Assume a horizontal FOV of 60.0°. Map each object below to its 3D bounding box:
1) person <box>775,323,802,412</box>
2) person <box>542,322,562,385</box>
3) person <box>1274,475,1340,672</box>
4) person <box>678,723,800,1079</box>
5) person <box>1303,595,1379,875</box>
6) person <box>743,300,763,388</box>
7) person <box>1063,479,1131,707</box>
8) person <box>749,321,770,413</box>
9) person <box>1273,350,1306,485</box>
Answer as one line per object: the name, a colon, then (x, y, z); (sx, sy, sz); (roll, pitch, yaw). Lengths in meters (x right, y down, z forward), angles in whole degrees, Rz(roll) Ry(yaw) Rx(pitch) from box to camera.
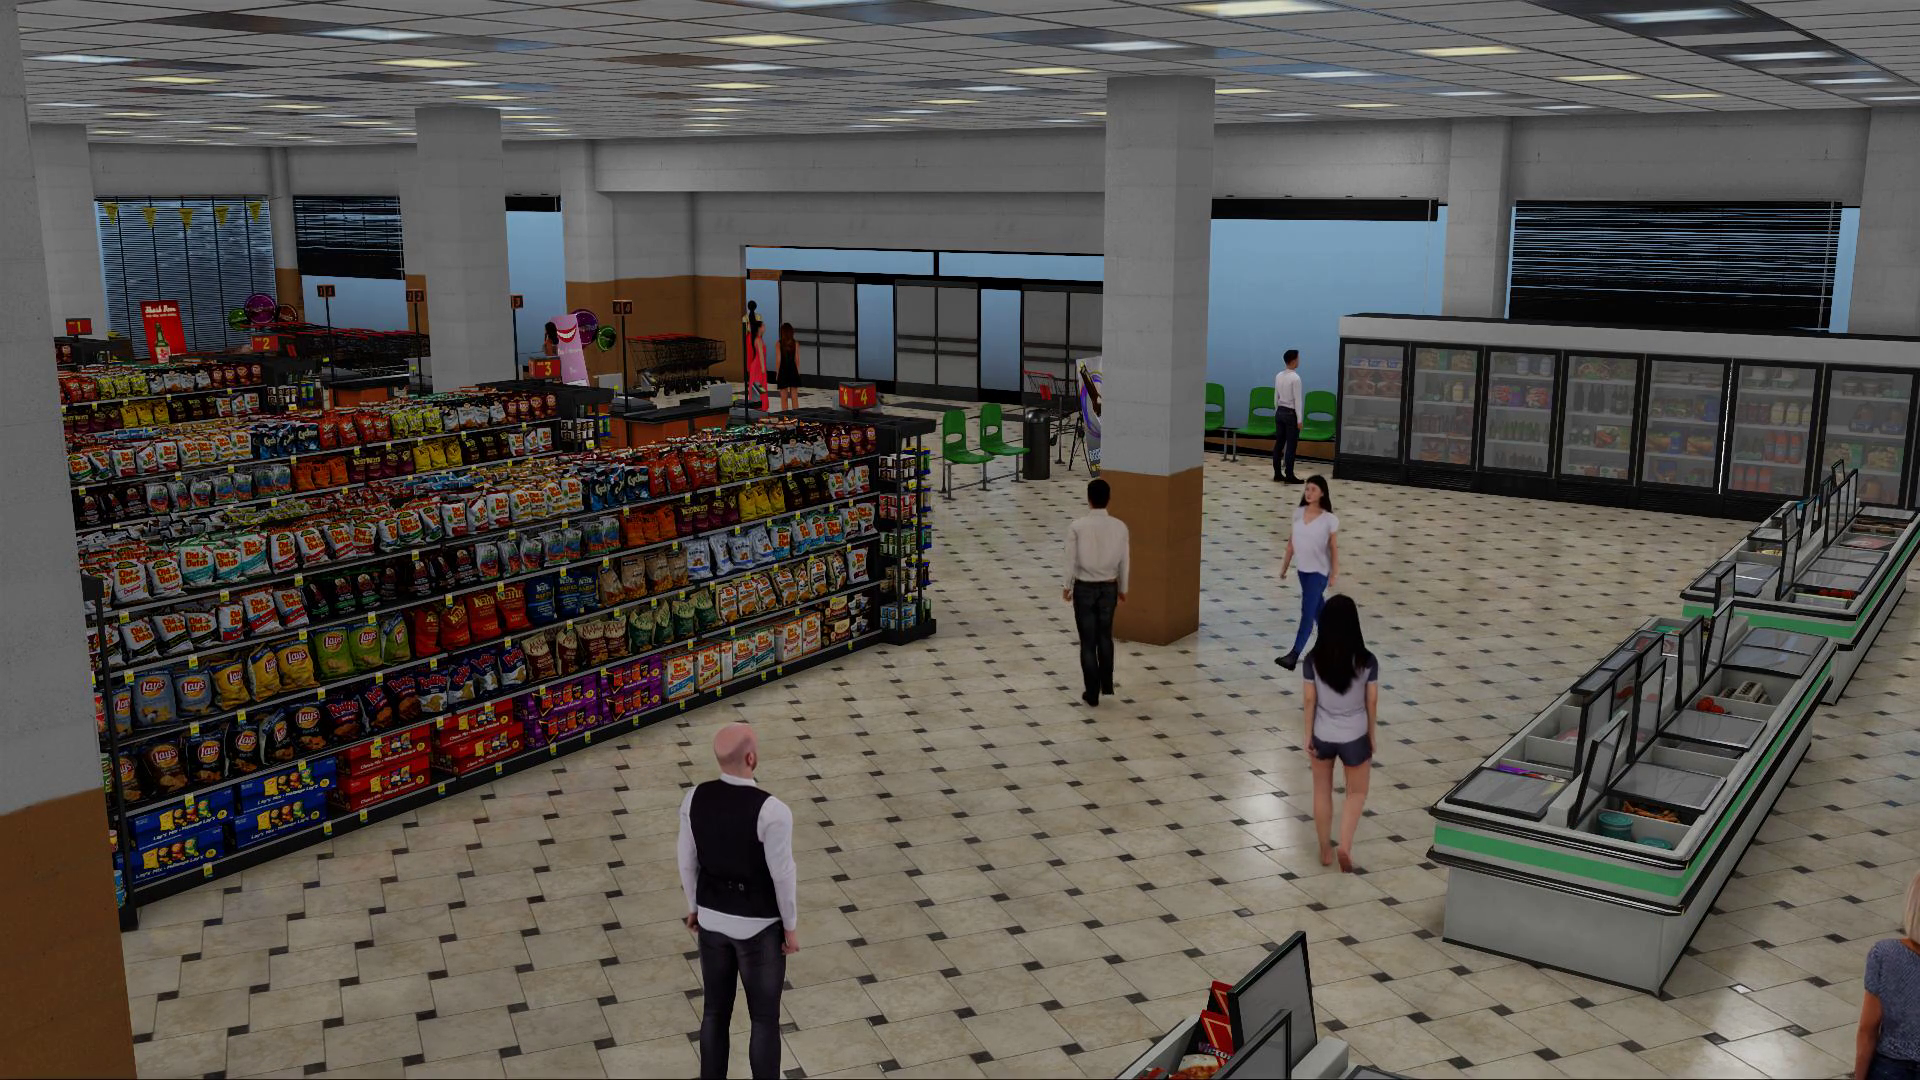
person: (-2.924, -2.766, 28.219); (0.632, 1.834, 0.728); (-5, 13, -22)
person: (-7.548, -3.216, 30.815); (0.784, 1.645, 0.640); (1, 12, 7)
person: (3.056, 0.298, 14.134); (1.172, 1.642, 0.839); (-8, 15, -35)
person: (-0.953, 1.670, 7.182); (0.745, 1.822, 0.670); (4, 13, 20)
person: (2.239, 1.180, 9.822); (0.763, 1.692, 0.944); (3, 12, 15)
person: (-4.299, -4.077, 34.547); (0.630, 1.793, 0.735); (-5, 13, -23)
person: (1.086, 0.441, 13.080); (0.799, 1.796, 0.856); (-2, 12, -9)
person: (-3.634, -3.104, 30.092); (0.750, 1.725, 0.716); (-4, 13, -19)
person: (4.568, -1.727, 23.202); (0.703, 1.868, 0.704); (-7, 14, -30)
